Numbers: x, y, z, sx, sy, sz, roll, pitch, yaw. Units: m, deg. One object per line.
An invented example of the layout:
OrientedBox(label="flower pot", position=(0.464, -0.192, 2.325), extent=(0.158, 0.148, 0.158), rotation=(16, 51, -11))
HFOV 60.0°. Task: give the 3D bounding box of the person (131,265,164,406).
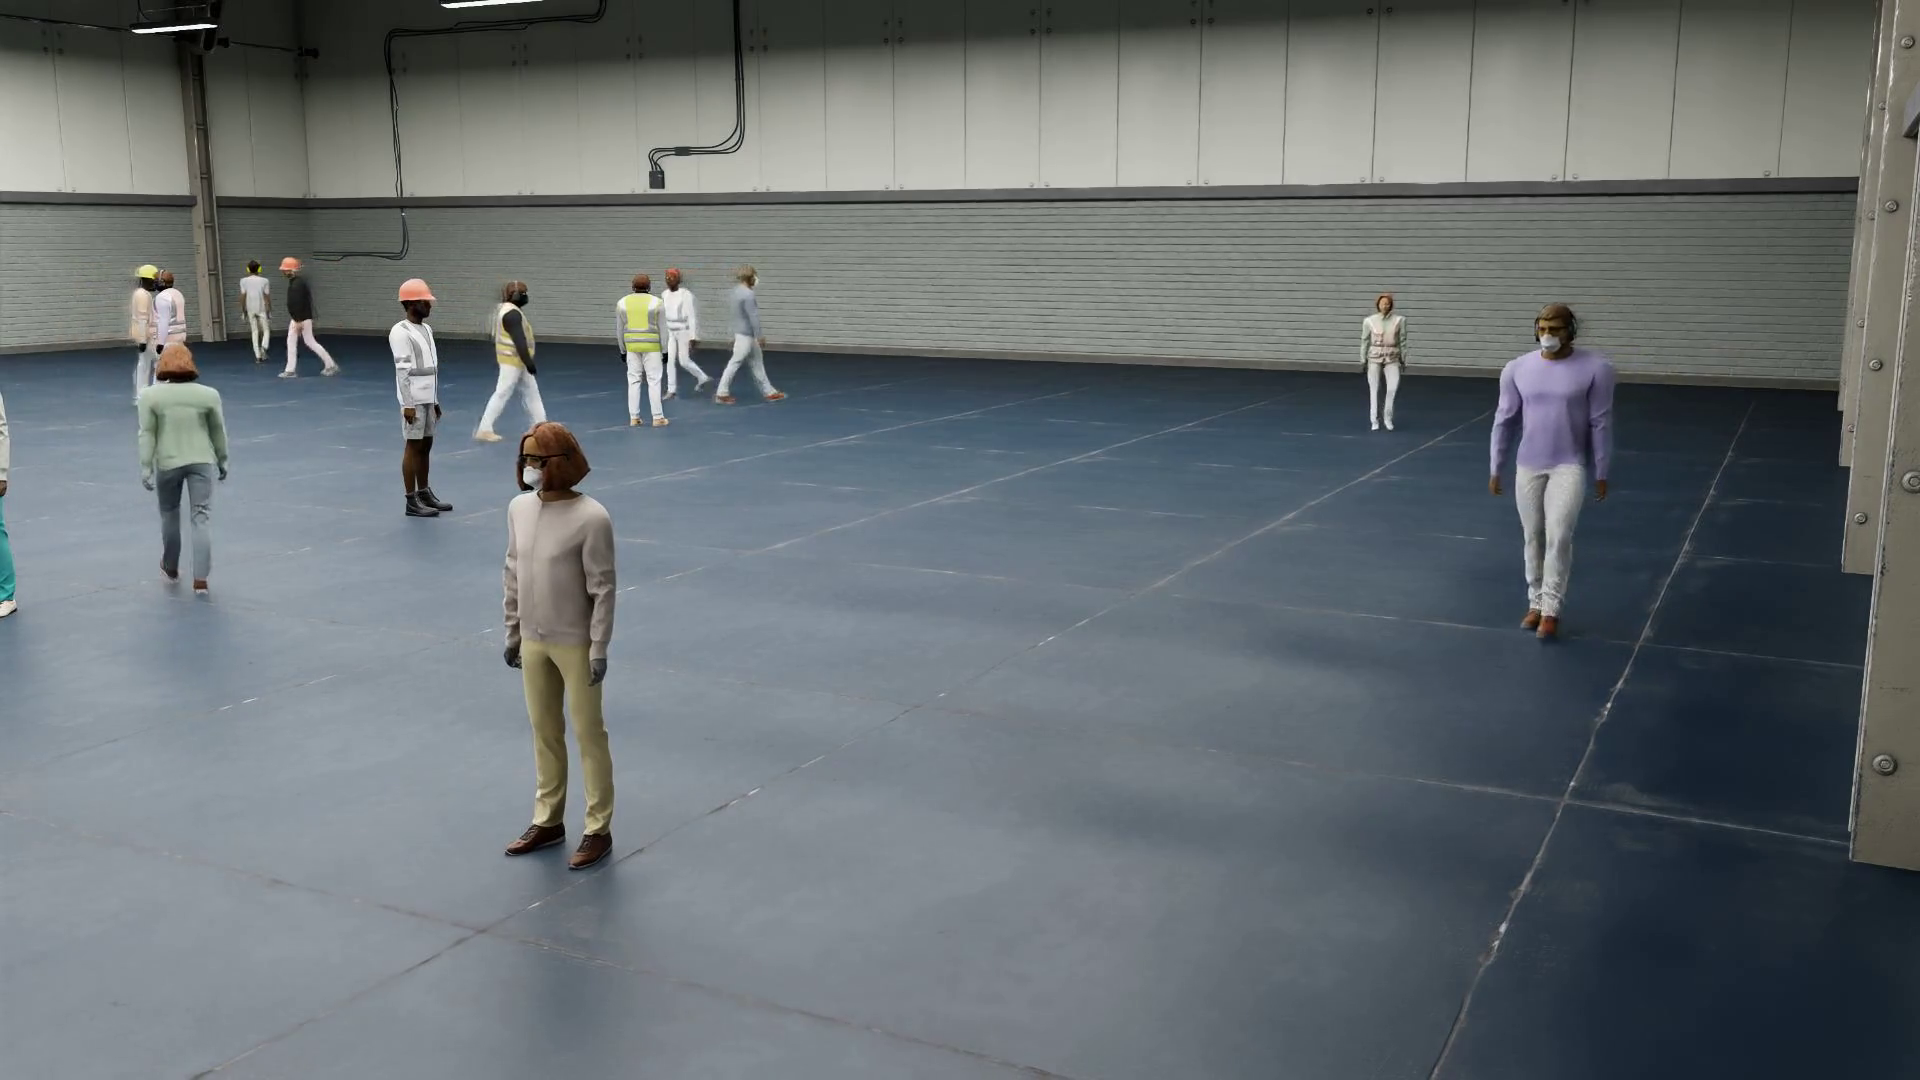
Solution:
OrientedBox(label="person", position=(-10.872, -2.738, 22.371), extent=(0.595, 1.896, 0.578), rotation=(-6, 12, -31))

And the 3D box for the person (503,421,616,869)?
OrientedBox(label="person", position=(-1.472, 0.379, 6.088), extent=(0.500, 1.633, 0.282), rotation=(6, 12, 29))

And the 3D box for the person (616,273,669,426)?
OrientedBox(label="person", position=(-3.807, -2.291, 20.074), extent=(0.633, 1.843, 0.429), rotation=(2, 11, 9))

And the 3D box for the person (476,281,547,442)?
OrientedBox(label="person", position=(-4.988, -1.992, 18.610), extent=(0.972, 1.797, 0.637), rotation=(-2, 11, -12))

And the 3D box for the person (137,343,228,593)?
OrientedBox(label="person", position=(-5.070, -0.482, 10.865), extent=(0.532, 1.592, 0.809), rotation=(-6, 12, -30))

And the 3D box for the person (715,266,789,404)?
OrientedBox(label="person", position=(-2.894, -2.784, 22.690), extent=(1.055, 1.890, 0.642), rotation=(-3, 11, -16))

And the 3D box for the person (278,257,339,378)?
OrientedBox(label="person", position=(-10.627, -3.610, 26.989), extent=(0.909, 1.958, 0.615), rotation=(-9, 13, -39))

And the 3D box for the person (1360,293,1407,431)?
OrientedBox(label="person", position=(4.964, -2.077, 19.509), extent=(0.538, 1.621, 0.503), rotation=(2, 11, 9))

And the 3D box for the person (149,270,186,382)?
OrientedBox(label="person", position=(-10.409, -2.617, 21.862), extent=(0.429, 1.844, 0.627), rotation=(-1, 10, -5))

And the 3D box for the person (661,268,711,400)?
OrientedBox(label="person", position=(-3.892, -2.902, 23.386), extent=(0.599, 1.857, 0.727), rotation=(7, 12, 34))

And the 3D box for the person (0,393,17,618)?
OrientedBox(label="person", position=(-5.950, -0.393, 9.946), extent=(0.533, 1.763, 0.325), rotation=(2, 11, 8))

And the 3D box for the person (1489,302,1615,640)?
OrientedBox(label="person", position=(3.330, -0.386, 9.493), extent=(0.650, 1.911, 0.747), rotation=(7, 13, 34))

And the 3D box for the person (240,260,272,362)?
OrientedBox(label="person", position=(-12.732, -4.129, 30.080), extent=(0.514, 1.858, 0.436), rotation=(-3, 11, -15))

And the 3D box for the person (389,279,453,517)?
OrientedBox(label="person", position=(-4.433, -1.165, 13.670), extent=(0.350, 1.942, 0.545), rotation=(1, 10, 6))
